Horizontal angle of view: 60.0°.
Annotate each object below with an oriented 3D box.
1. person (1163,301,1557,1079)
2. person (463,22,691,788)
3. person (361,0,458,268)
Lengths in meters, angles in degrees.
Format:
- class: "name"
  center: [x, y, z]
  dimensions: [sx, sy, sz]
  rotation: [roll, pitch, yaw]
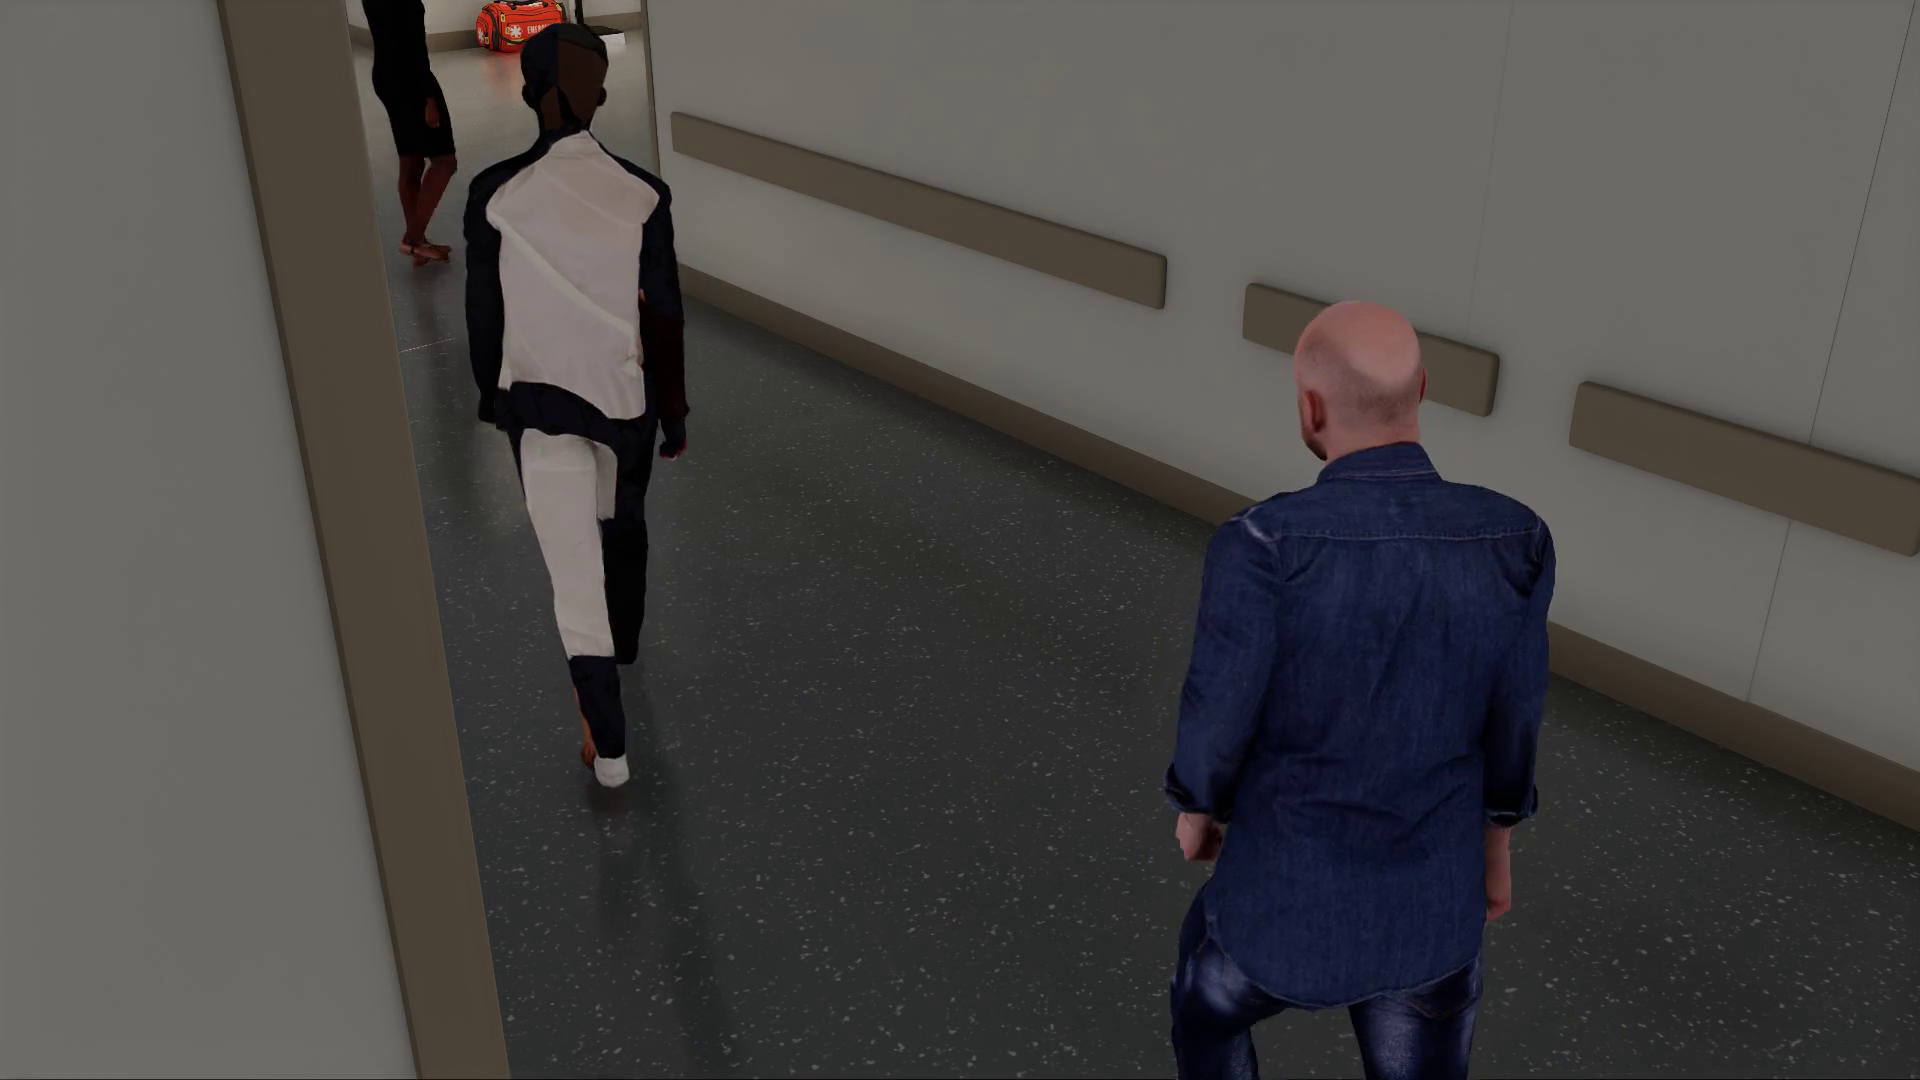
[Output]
- class: "person"
  center: [0.570, 0.596, 2.443]
  dimensions: [1.084, 1.774, 1.070]
  rotation: [-2, 26, -4]
- class: "person"
  center: [-0.944, -0.273, 4.162]
  dimensions: [1.231, 1.846, 1.013]
  rotation: [-9, 27, -18]
- class: "person"
  center: [-2.790, -2.222, 8.364]
  dimensions: [0.674, 1.705, 0.739]
  rotation: [-19, 31, -34]
